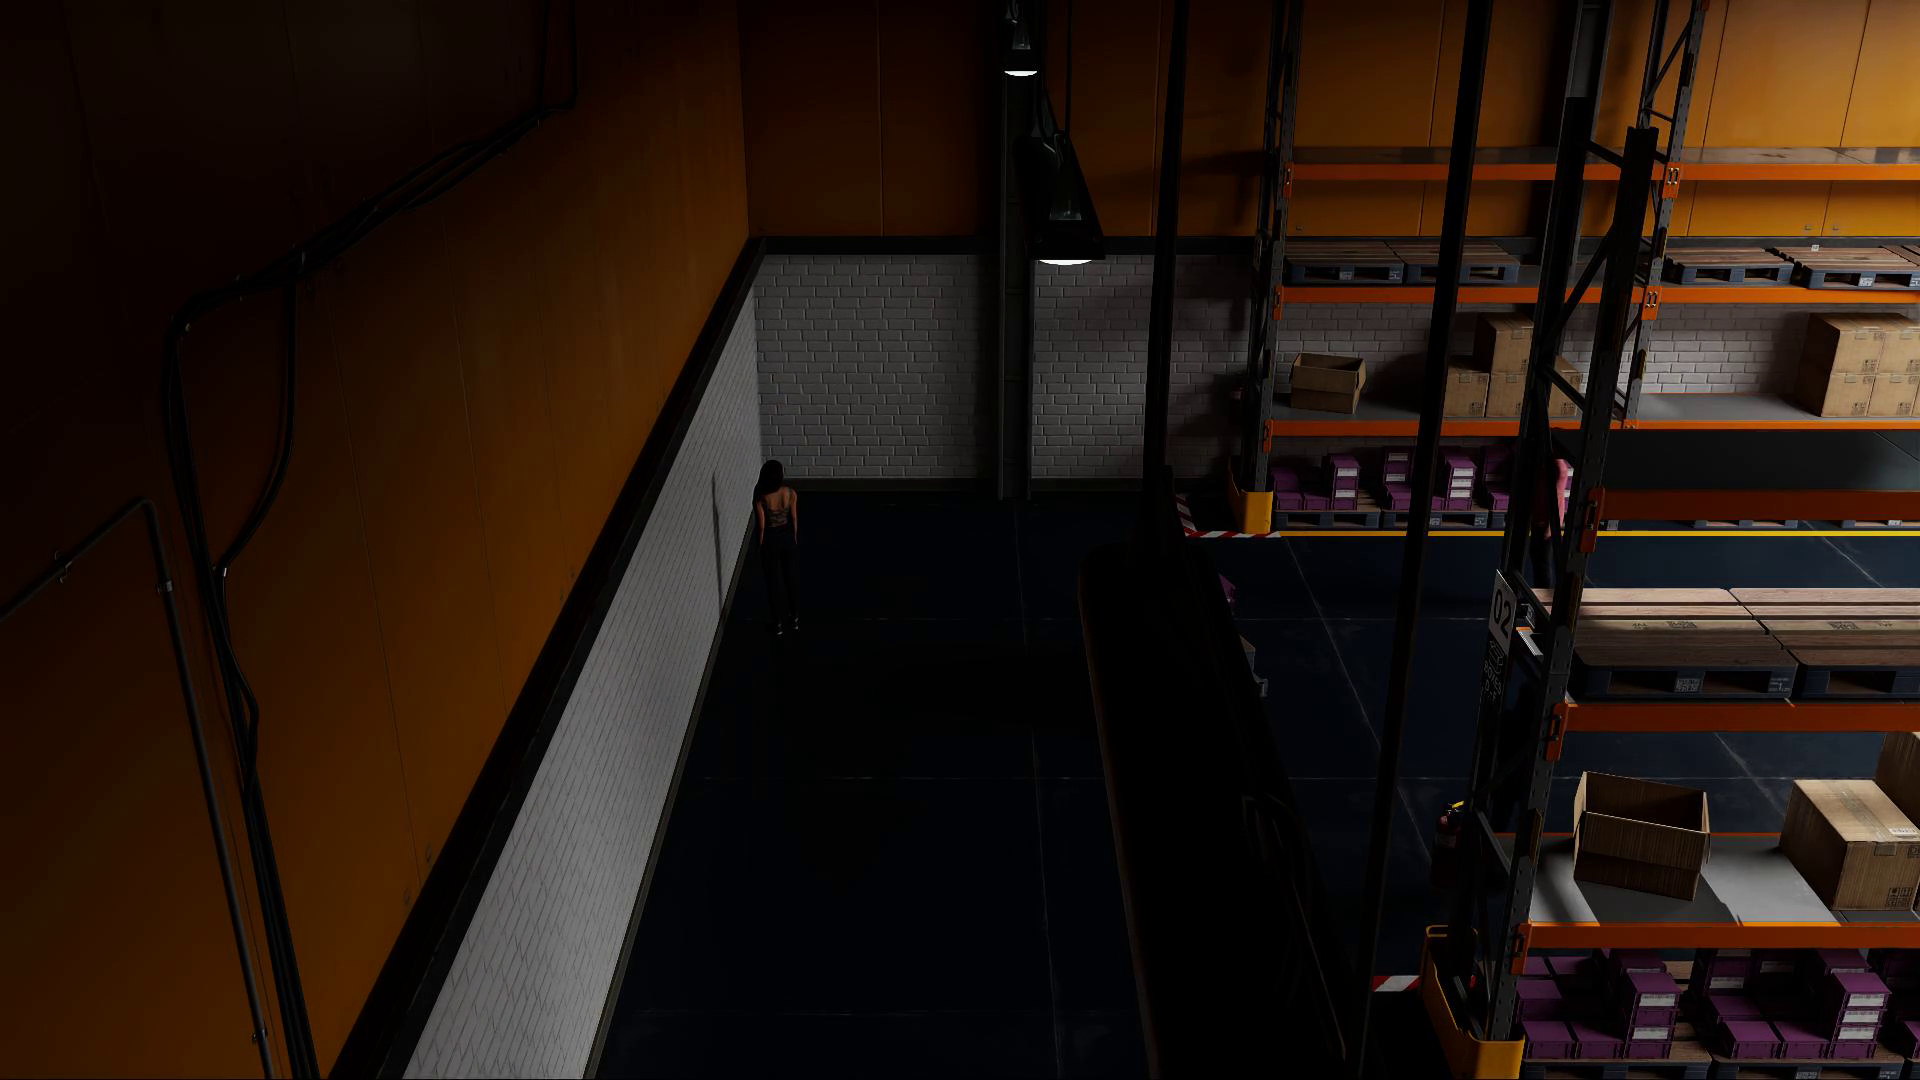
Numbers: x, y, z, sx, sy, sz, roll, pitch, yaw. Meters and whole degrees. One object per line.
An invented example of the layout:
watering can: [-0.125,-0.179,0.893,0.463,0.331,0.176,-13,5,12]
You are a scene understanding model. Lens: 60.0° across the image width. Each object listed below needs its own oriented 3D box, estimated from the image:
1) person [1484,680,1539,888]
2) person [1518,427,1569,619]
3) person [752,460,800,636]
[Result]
person: [4.010,1.820,12.184,0.826,1.704,0.773,-12,26,-26]
person: [5.816,-0.184,16.450,0.543,1.958,0.615,0,24,0]
person: [-1.762,0.058,16.133,0.635,1.770,0.748,-13,27,-27]
